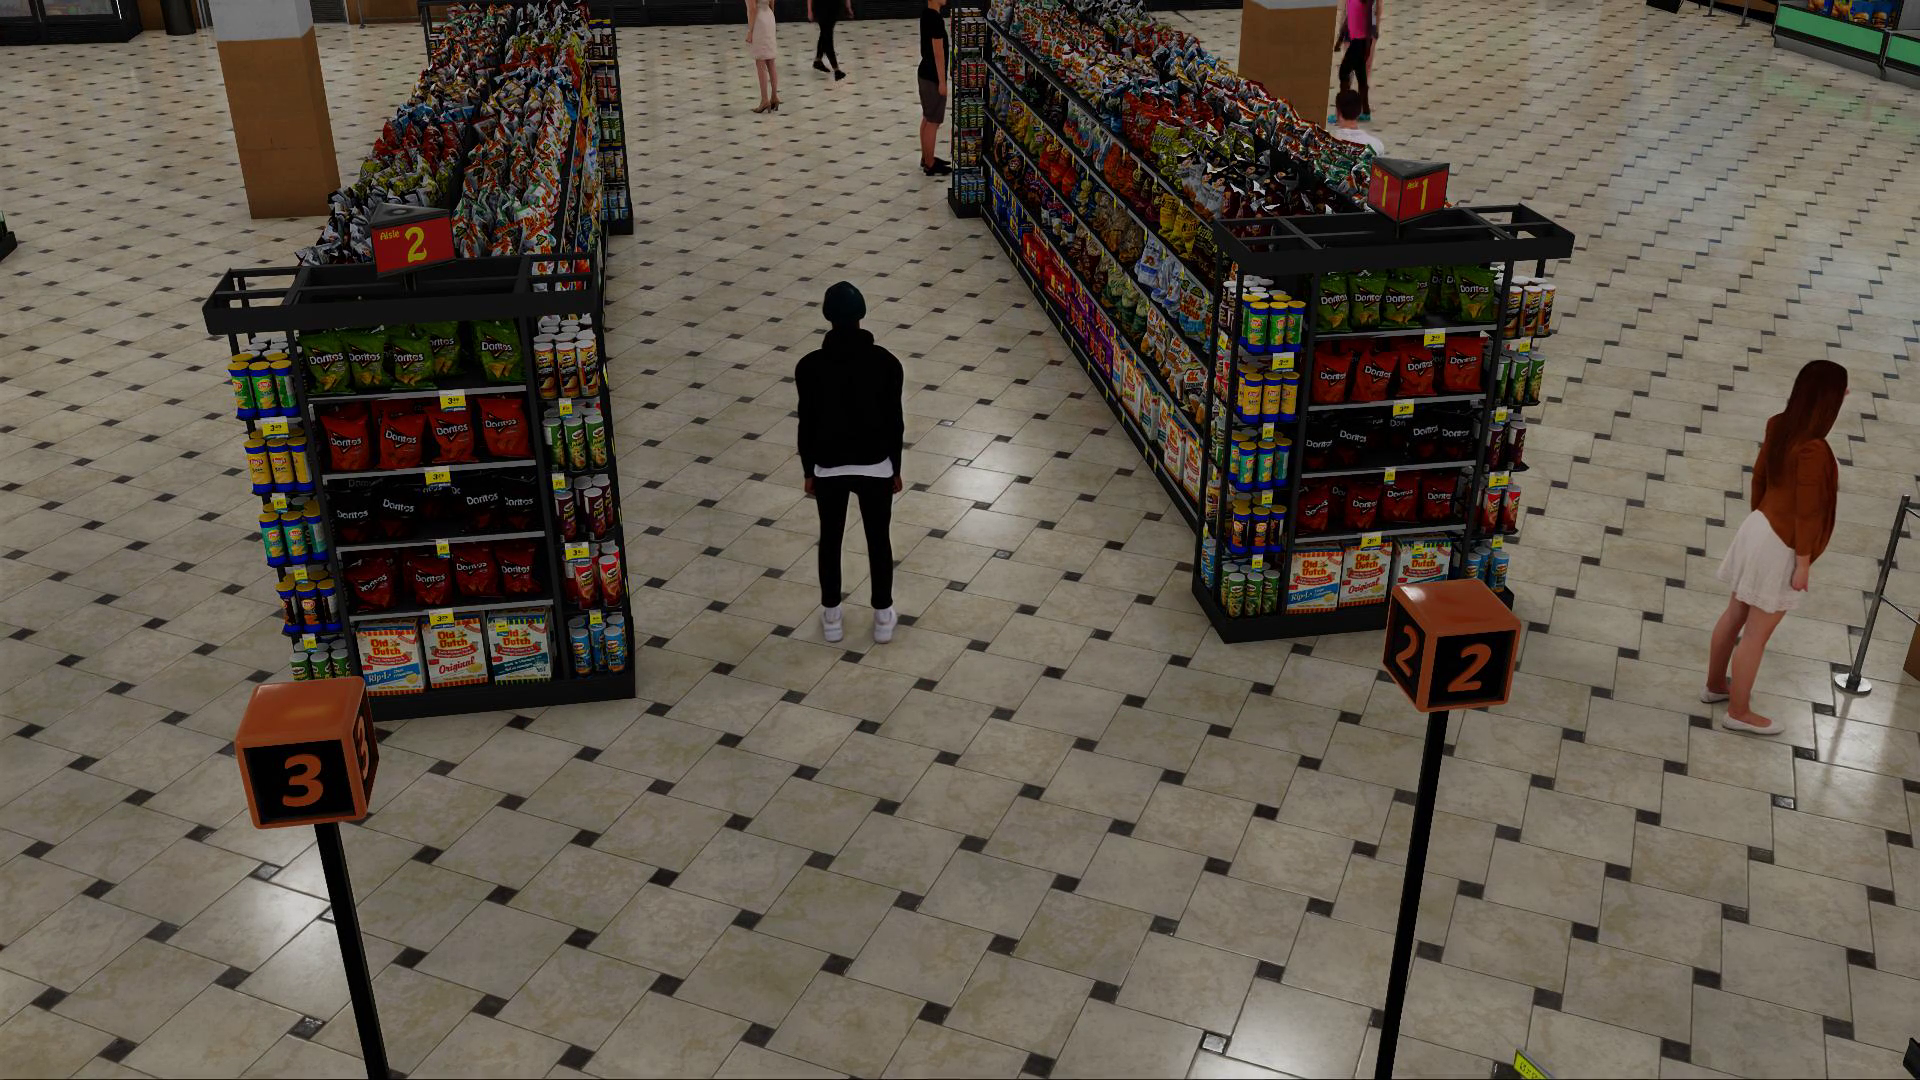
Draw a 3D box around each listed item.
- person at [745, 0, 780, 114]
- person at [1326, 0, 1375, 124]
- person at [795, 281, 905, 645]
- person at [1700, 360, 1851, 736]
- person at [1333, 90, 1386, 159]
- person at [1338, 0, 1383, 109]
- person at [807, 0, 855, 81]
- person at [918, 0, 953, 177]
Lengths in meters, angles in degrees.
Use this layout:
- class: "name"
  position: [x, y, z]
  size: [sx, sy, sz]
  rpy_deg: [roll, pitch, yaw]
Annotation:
- class: "person"
  position: [-2.182, -5.629, 18.424]
  size: [0.744, 1.736, 0.680]
  rpy_deg: [17, 31, 30]
- class: "person"
  position: [4.387, -5.350, 17.911]
  size: [0.684, 1.704, 0.743]
  rpy_deg: [-1, 27, -2]
- class: "person"
  position: [-0.513, -0.354, 7.932]
  size: [0.700, 1.818, 0.638]
  rpy_deg: [0, 27, 0]
- class: "person"
  position: [3.561, 0.023, 7.295]
  size: [0.718, 1.722, 0.561]
  rpy_deg: [0, 27, 0]
- class: "person"
  position: [2.656, -2.092, 11.363]
  size: [0.679, 1.815, 1.083]
  rpy_deg: [-4, 27, -8]
- class: "person"
  position: [4.521, -5.747, 18.717]
  size: [0.770, 1.682, 0.893]
  rpy_deg: [5, 27, 11]
- class: "person"
  position: [-1.643, -6.405, 20.043]
  size: [0.894, 1.657, 1.245]
  rpy_deg: [-15, 30, -27]
- class: "person"
  position: [-0.267, -4.472, 16.006]
  size: [0.712, 1.860, 0.526]
  rpy_deg: [-6, 28, -13]
